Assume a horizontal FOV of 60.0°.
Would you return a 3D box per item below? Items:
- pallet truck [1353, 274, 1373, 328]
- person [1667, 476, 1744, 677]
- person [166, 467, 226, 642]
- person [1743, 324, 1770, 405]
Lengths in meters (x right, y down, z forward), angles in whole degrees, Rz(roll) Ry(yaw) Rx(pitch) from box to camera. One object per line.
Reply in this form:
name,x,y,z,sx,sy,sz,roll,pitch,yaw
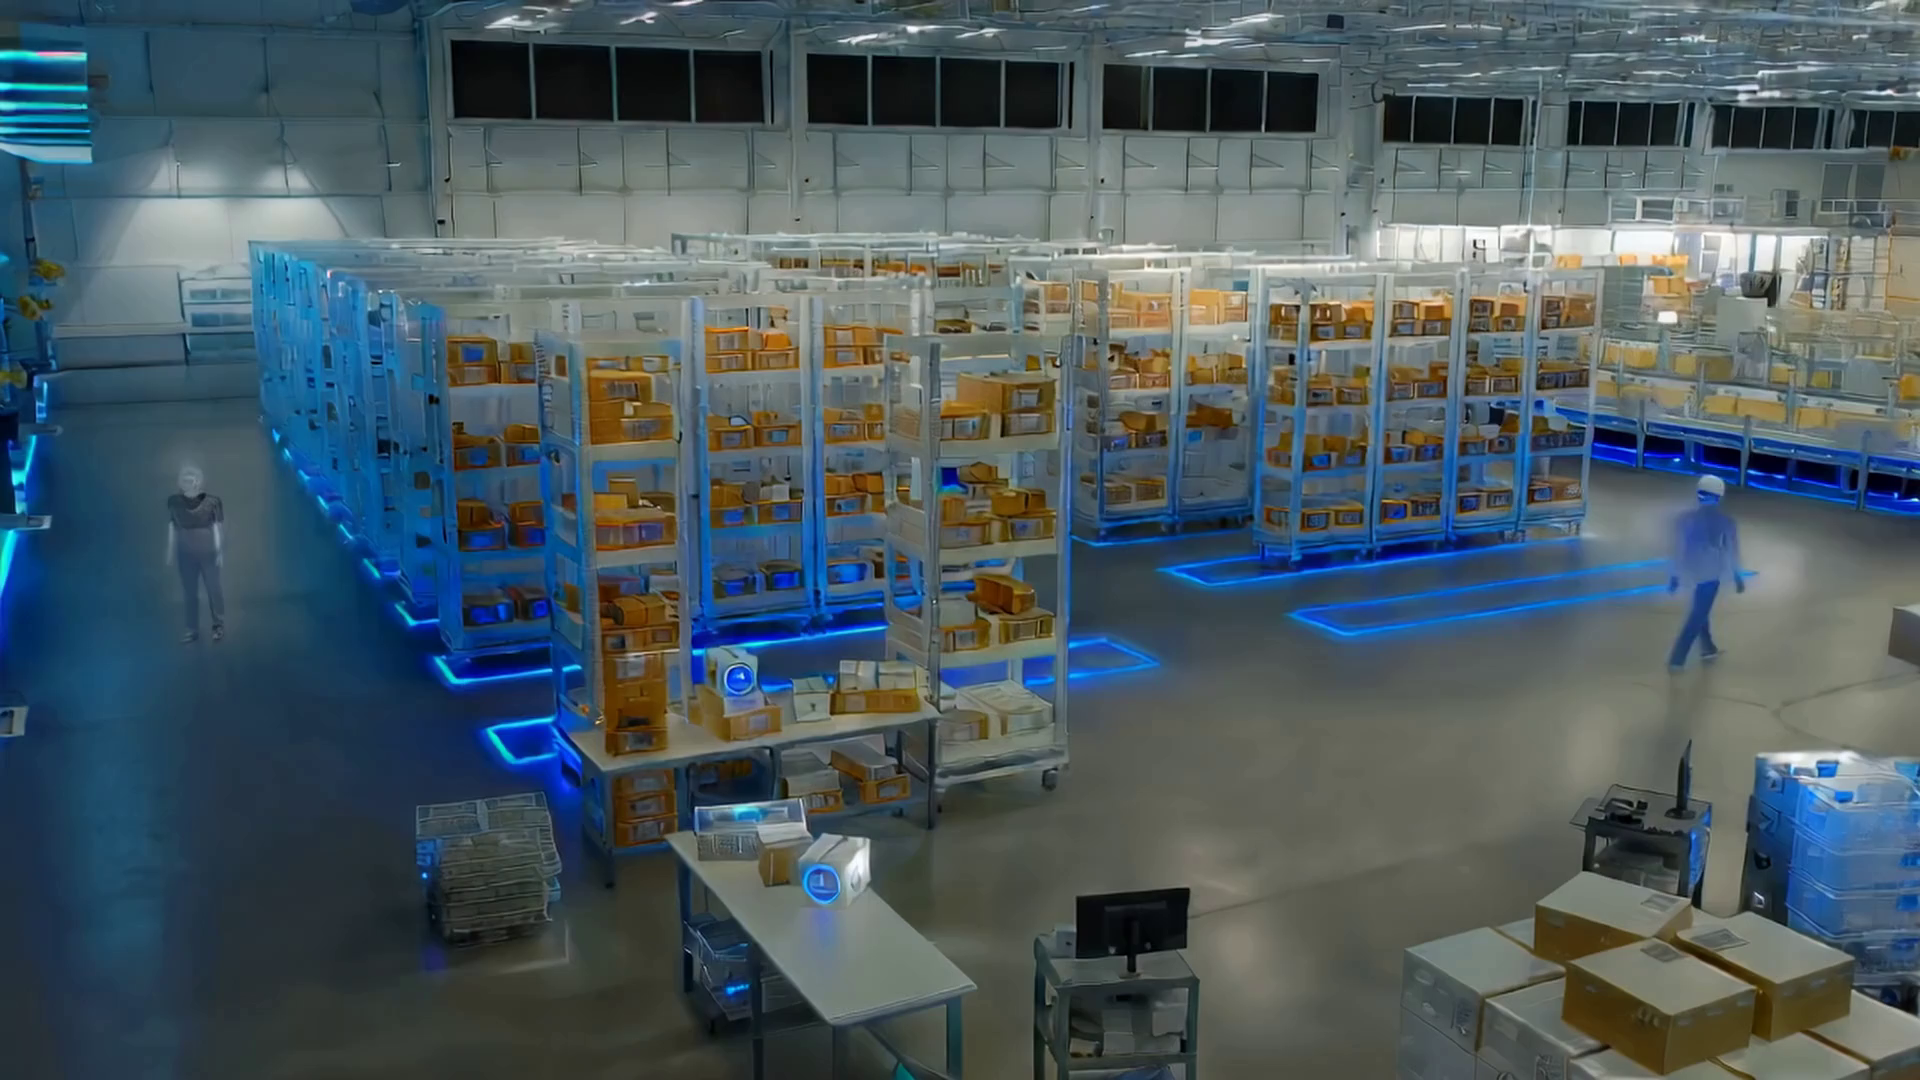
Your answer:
pallet truck,13.011,-8.050,55.243,0.823,1.965,1.885,-7,14,-28
person,7.215,0.347,16.125,1.044,1.944,0.616,-6,14,-28
person,-7.913,0.138,17.298,0.565,1.845,0.387,-1,12,-4
person,17.271,-3.769,35.819,0.700,1.742,0.549,8,15,34
